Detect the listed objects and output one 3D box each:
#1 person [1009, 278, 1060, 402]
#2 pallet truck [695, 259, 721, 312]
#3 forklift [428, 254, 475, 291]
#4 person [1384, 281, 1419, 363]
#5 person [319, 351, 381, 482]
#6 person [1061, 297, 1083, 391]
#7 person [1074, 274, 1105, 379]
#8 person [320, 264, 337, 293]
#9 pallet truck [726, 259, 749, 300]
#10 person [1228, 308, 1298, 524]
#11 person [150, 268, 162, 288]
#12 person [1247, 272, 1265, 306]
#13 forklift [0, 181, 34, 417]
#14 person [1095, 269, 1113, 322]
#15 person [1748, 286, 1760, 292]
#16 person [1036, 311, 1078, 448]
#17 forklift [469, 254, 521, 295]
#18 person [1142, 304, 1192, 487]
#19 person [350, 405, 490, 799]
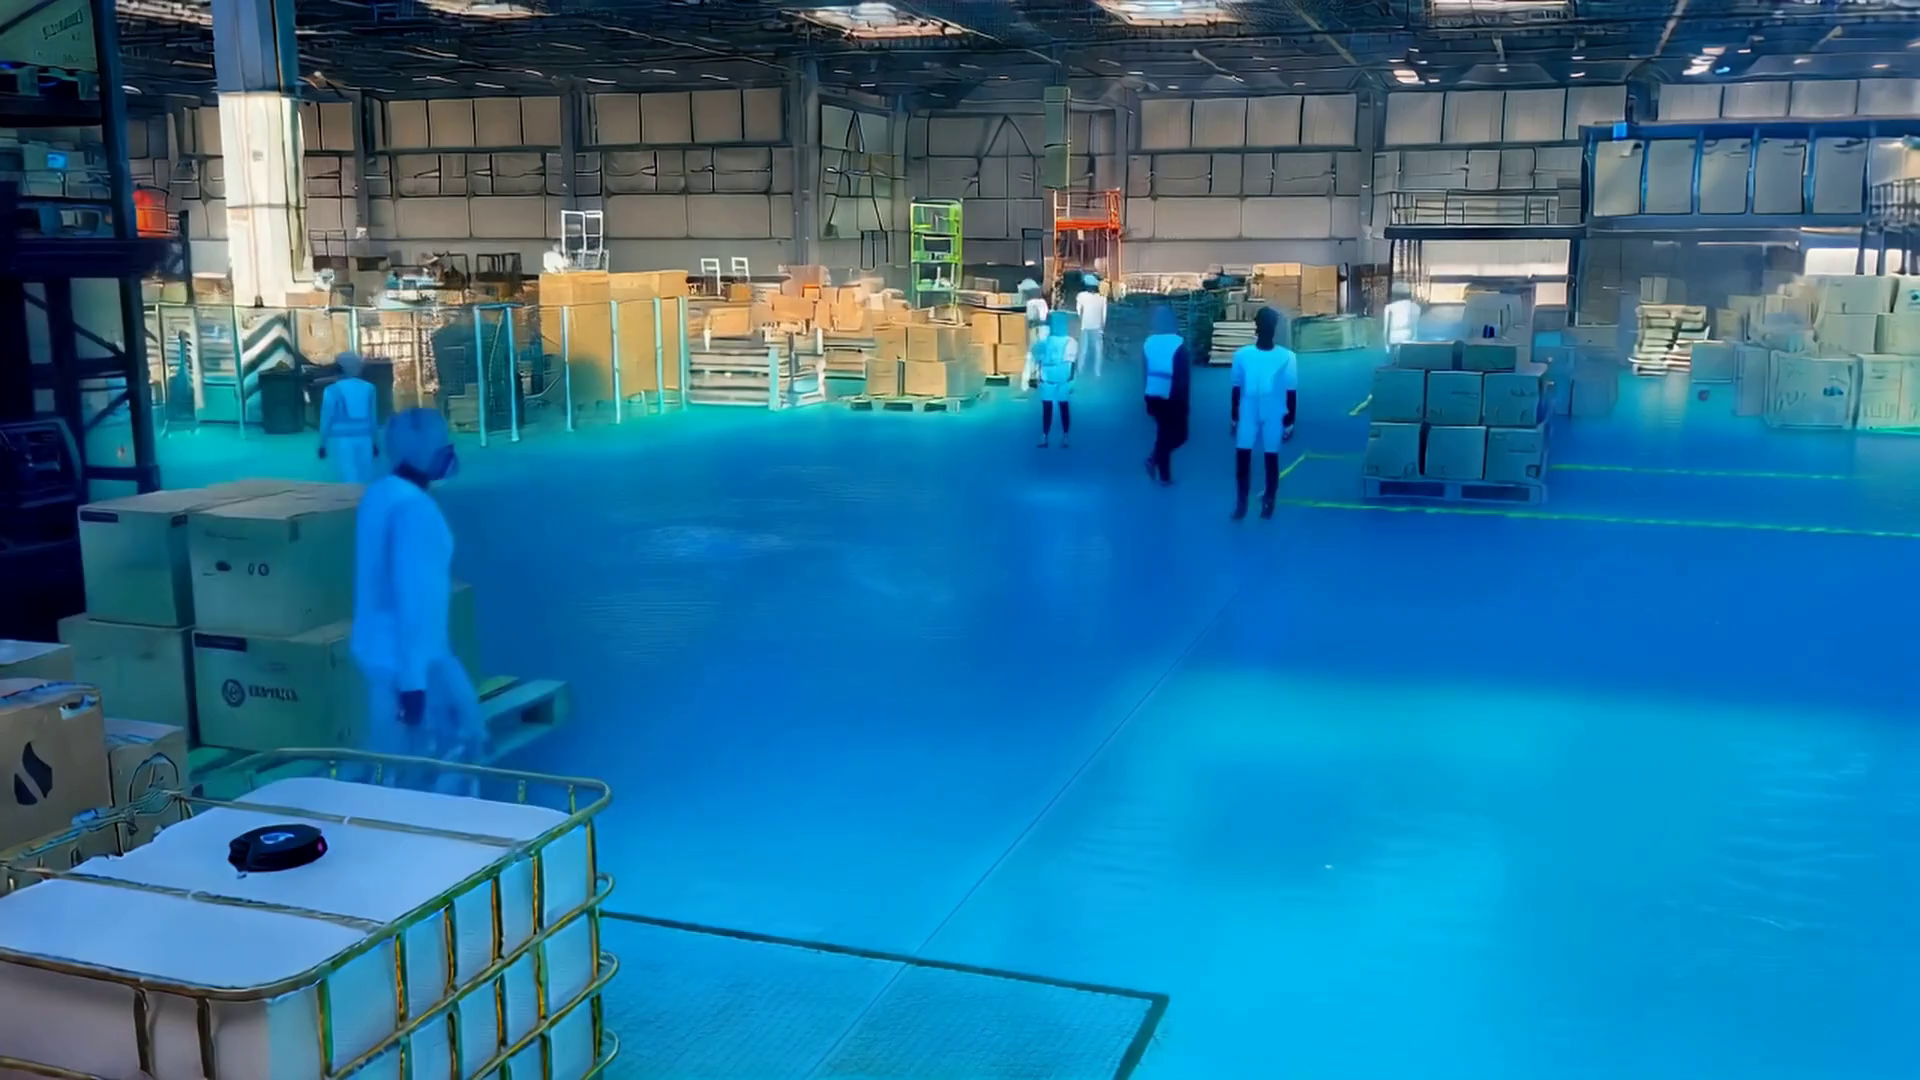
[{"bbox_3d":[1.306,-3.159,26.417,0.942,1.987,0.645,4,11,22],"label":"person"},{"bbox_3d":[-9.165,-9.627,62.776,0.823,1.965,1.885,4,11,23],"label":"pallet truck"},{"bbox_3d":[-20.133,-10.254,65.465,1.157,1.987,2.680,3,11,19],"label":"forklift"},{"bbox_3d":[7.282,-3.297,27.390,0.561,1.903,0.881,4,11,23],"label":"person"},{"bbox_3d":[-5.164,-0.806,14.200,0.813,1.604,0.524,7,12,35],"label":"person"},{"bbox_3d":[1.826,-3.306,28.217,0.518,1.618,0.545,3,10,16],"label":"person"},{"bbox_3d":[2.431,-4.050,31.507,0.620,1.958,0.981,-1,10,-7],"label":"person"},{"bbox_3d":[-23.683,-9.469,62.502,0.639,1.775,0.977,3,10,14],"label":"person"},{"bbox_3d":[-7.986,-9.493,62.019,0.823,1.965,1.885,3,11,17],"label":"pallet truck"},{"bbox_3d":[2.674,-1.089,14.855,0.631,1.929,0.863,5,11,24],"label":"person"},{"bbox_3d":[-26.592,-8.132,55.048,0.543,1.751,0.402,6,12,31],"label":"person"},{"bbox_3d":[8.295,-6.644,46.718,0.483,1.735,0.311,2,10,13],"label":"person"},{"bbox_3d":[-5.133,-0.408,8.370,1.873,2.768,1.129,3,11,19],"label":"forklift"},{"bbox_3d":[3.730,-6.160,43.607,0.549,1.885,1.025,2,10,11],"label":"person"},{"bbox_3d":[27.410,-8.509,57.510,0.497,1.626,0.288,7,12,33],"label":"person"},{"bbox_3d":[1.186,-1.984,20.577,0.536,1.697,0.318,4,11,21],"label":"person"},{"bbox_3d":[-17.990,-10.121,64.684,1.157,1.987,2.680,3,11,17],"label":"forklift"},{"bbox_3d":[2.105,-1.472,17.124,0.485,1.896,0.613,-7,12,-33],"label":"person"},{"bbox_3d":[-1.983,0.450,6.258,0.684,1.911,0.628,-7,12,-34],"label":"person"}]
